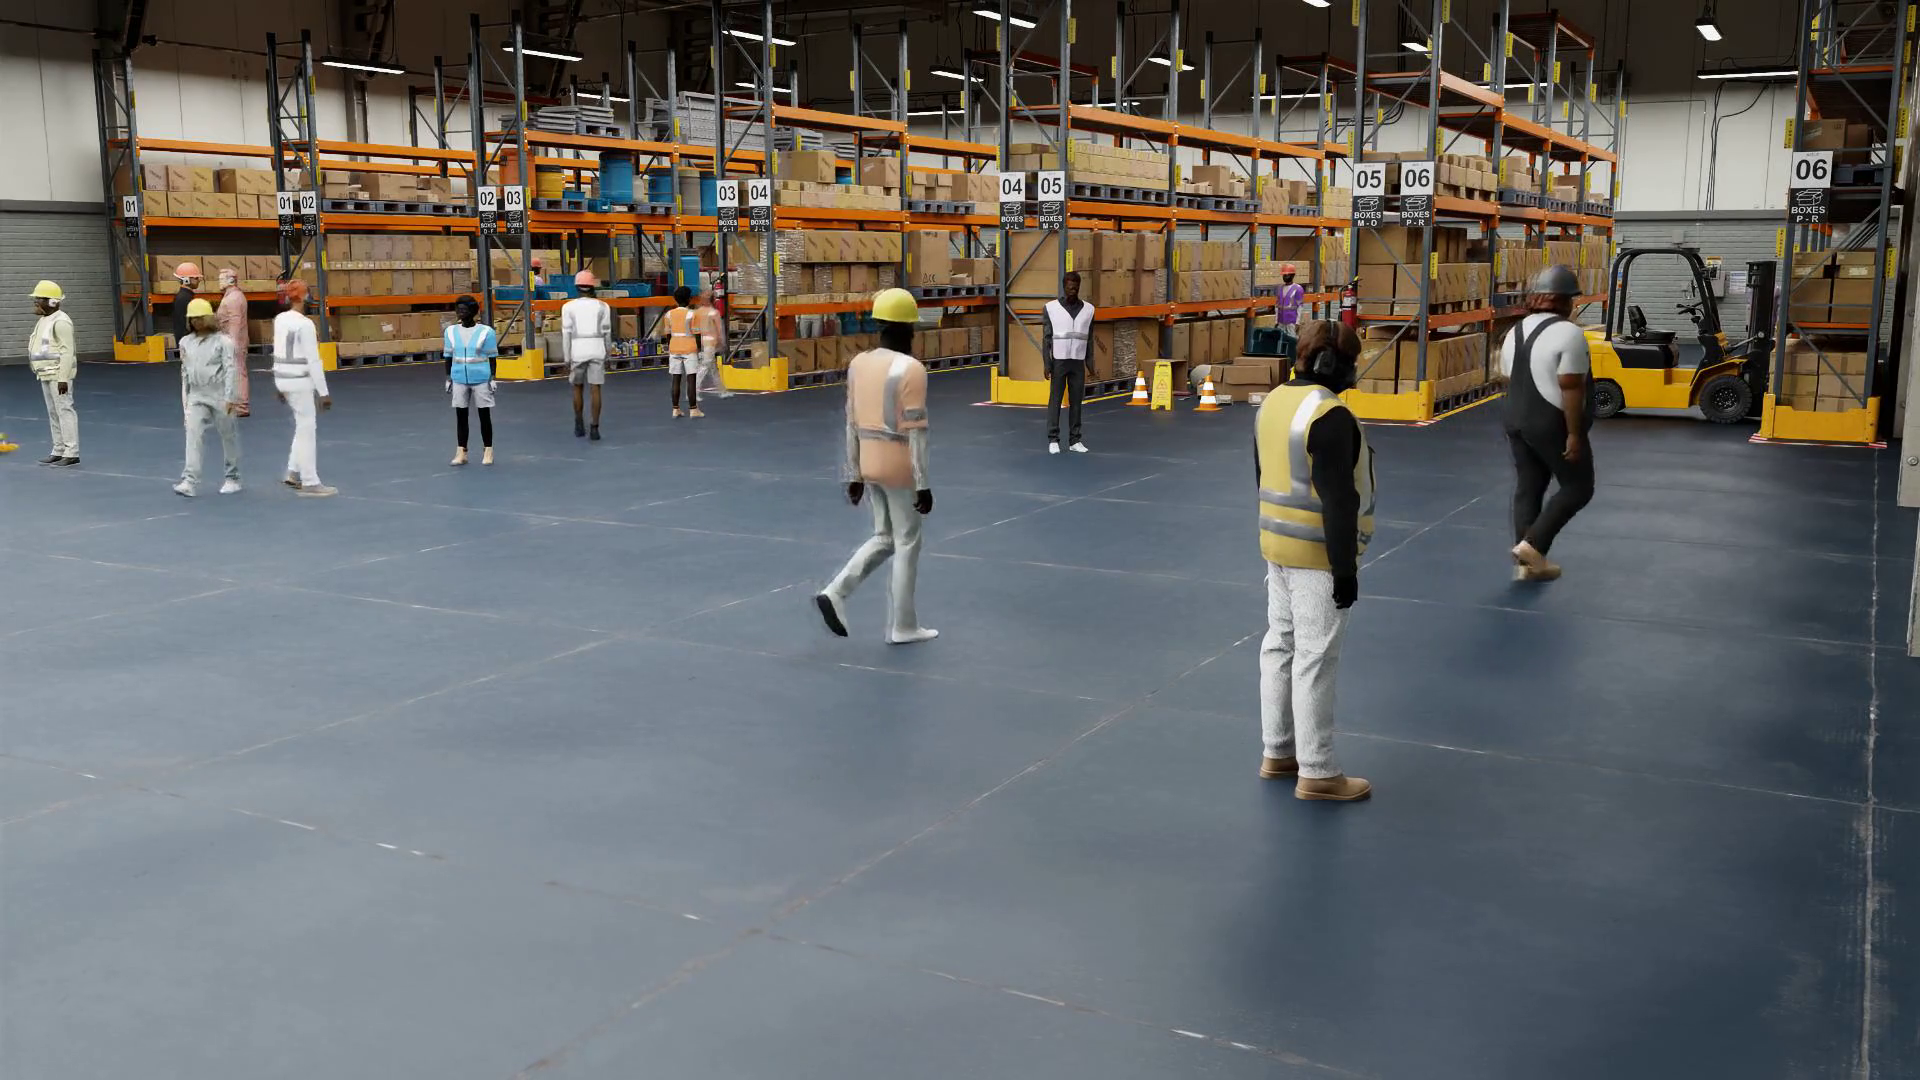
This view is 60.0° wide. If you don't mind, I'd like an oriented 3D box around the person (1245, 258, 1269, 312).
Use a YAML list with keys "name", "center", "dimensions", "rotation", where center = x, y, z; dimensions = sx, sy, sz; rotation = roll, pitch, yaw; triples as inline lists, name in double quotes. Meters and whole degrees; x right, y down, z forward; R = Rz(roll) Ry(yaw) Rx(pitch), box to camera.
- name: "person"
  center: [6.422, -5.068, 35.936]
  dimensions: [0.634, 2.030, 0.477]
  rotation: [7, 12, 35]

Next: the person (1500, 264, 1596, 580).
- name: "person"
  center: [3.737, -0.731, 10.522]
  dimensions: [0.536, 2.000, 0.709]
  rotation: [-3, 10, -19]

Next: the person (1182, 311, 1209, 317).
- name: "person"
  center: [4.693, -4.472, 33.047]
  dimensions: [0.525, 1.829, 0.529]
  rotation: [-9, 13, -43]

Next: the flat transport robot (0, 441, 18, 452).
- name: "flat transport robot"
  center: [-10.557, -0.965, 17.062]
  dimensions: [0.652, 0.197, 1.431]
  rotation: [5, 11, 29]

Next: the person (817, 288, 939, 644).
- name: "person"
  center: [-0.407, -0.365, 8.765]
  dimensions: [0.611, 1.910, 0.592]
  rotation: [-8, 12, -38]

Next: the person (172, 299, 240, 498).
- name: "person"
  center: [-6.480, -1.208, 14.277]
  dimensions: [0.511, 1.694, 0.878]
  rotation: [0, 10, 2]

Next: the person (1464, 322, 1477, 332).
- name: "person"
  center: [11.751, -5.168, 37.756]
  dimensions: [0.756, 1.598, 0.544]
  rotation: [5, 11, 28]

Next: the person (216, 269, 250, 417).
- name: "person"
  center: [-9.400, -2.537, 21.487]
  dimensions: [0.409, 1.907, 0.651]
  rotation: [-3, 10, -19]

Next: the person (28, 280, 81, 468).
- name: "person"
  center: [-8.911, -1.626, 16.354]
  dimensions: [0.593, 1.837, 0.404]
  rotation: [9, 13, 43]

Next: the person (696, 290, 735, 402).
- name: "person"
  center: [-3.594, -2.785, 23.861]
  dimensions: [0.875, 1.592, 0.536]
  rotation: [-9, 13, -43]

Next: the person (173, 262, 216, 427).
- name: "person"
  center: [-9.337, -2.365, 20.220]
  dimensions: [0.382, 1.993, 0.622]
  rotation: [-5, 11, -29]

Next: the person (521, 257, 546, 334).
- name: "person"
  center: [-8.373, -4.537, 32.795]
  dimensions: [0.608, 2.045, 0.391]
  rotation: [8, 13, 40]

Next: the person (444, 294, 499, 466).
- name: "person"
  center: [-4.834, -1.575, 16.453]
  dimensions: [0.538, 1.698, 0.320]
  rotation: [0, 10, 2]

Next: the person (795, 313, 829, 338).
- name: "person"
  center: [-2.628, -3.917, 29.512]
  dimensions: [0.626, 1.933, 0.370]
  rotation: [1, 10, 5]

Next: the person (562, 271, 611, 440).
- name: "person"
  center: [-4.266, -2.113, 19.023]
  dimensions: [0.555, 1.900, 0.909]
  rotation: [-2, 10, -14]

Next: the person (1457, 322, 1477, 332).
- name: "person"
  center: [11.246, -5.148, 36.857]
  dimensions: [0.545, 1.885, 0.934]
  rotation: [5, 11, 28]

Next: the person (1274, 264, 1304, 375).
- name: "person"
  center: [5.661, -3.796, 28.764]
  dimensions: [0.362, 1.939, 0.542]
  rotation: [-8, 13, -41]

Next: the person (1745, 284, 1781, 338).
- name: "person"
  center: [13.945, -3.801, 28.857]
  dimensions: [0.585, 1.919, 0.391]
  rotation: [5, 11, 26]

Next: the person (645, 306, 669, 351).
- name: "person"
  center: [-6.566, -4.836, 35.861]
  dimensions: [0.501, 1.596, 0.837]
  rotation: [4, 10, 22]

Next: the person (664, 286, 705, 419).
- name: "person"
  center: [-3.521, -2.396, 21.273]
  dimensions: [0.535, 1.697, 0.318]
  rotation: [4, 11, 23]

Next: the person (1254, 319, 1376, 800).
- name: "person"
  center: [1.372, 0.073, 6.418]
  dimensions: [0.429, 1.837, 0.621]
  rotation: [-3, 10, -15]

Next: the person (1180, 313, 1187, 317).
- name: "person"
  center: [4.980, -5.169, 36.798]
  dimensions: [0.647, 1.936, 0.940]
  rotation: [5, 11, 28]

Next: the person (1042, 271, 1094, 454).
- name: "person"
  center: [1.145, -1.874, 17.581]
  dimensions: [0.591, 1.915, 0.393]
  rotation: [-3, 10, -19]

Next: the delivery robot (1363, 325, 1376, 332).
- name: "delivery robot"
  center: [9.296, -4.634, 37.442]
  dimensions: [0.707, 0.478, 0.477]
  rotation: [-1, 10, -6]

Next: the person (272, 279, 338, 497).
- name: "person"
  center: [-5.694, -1.307, 14.371]
  dimensions: [0.678, 1.872, 0.379]
  rotation: [9, 13, 44]
